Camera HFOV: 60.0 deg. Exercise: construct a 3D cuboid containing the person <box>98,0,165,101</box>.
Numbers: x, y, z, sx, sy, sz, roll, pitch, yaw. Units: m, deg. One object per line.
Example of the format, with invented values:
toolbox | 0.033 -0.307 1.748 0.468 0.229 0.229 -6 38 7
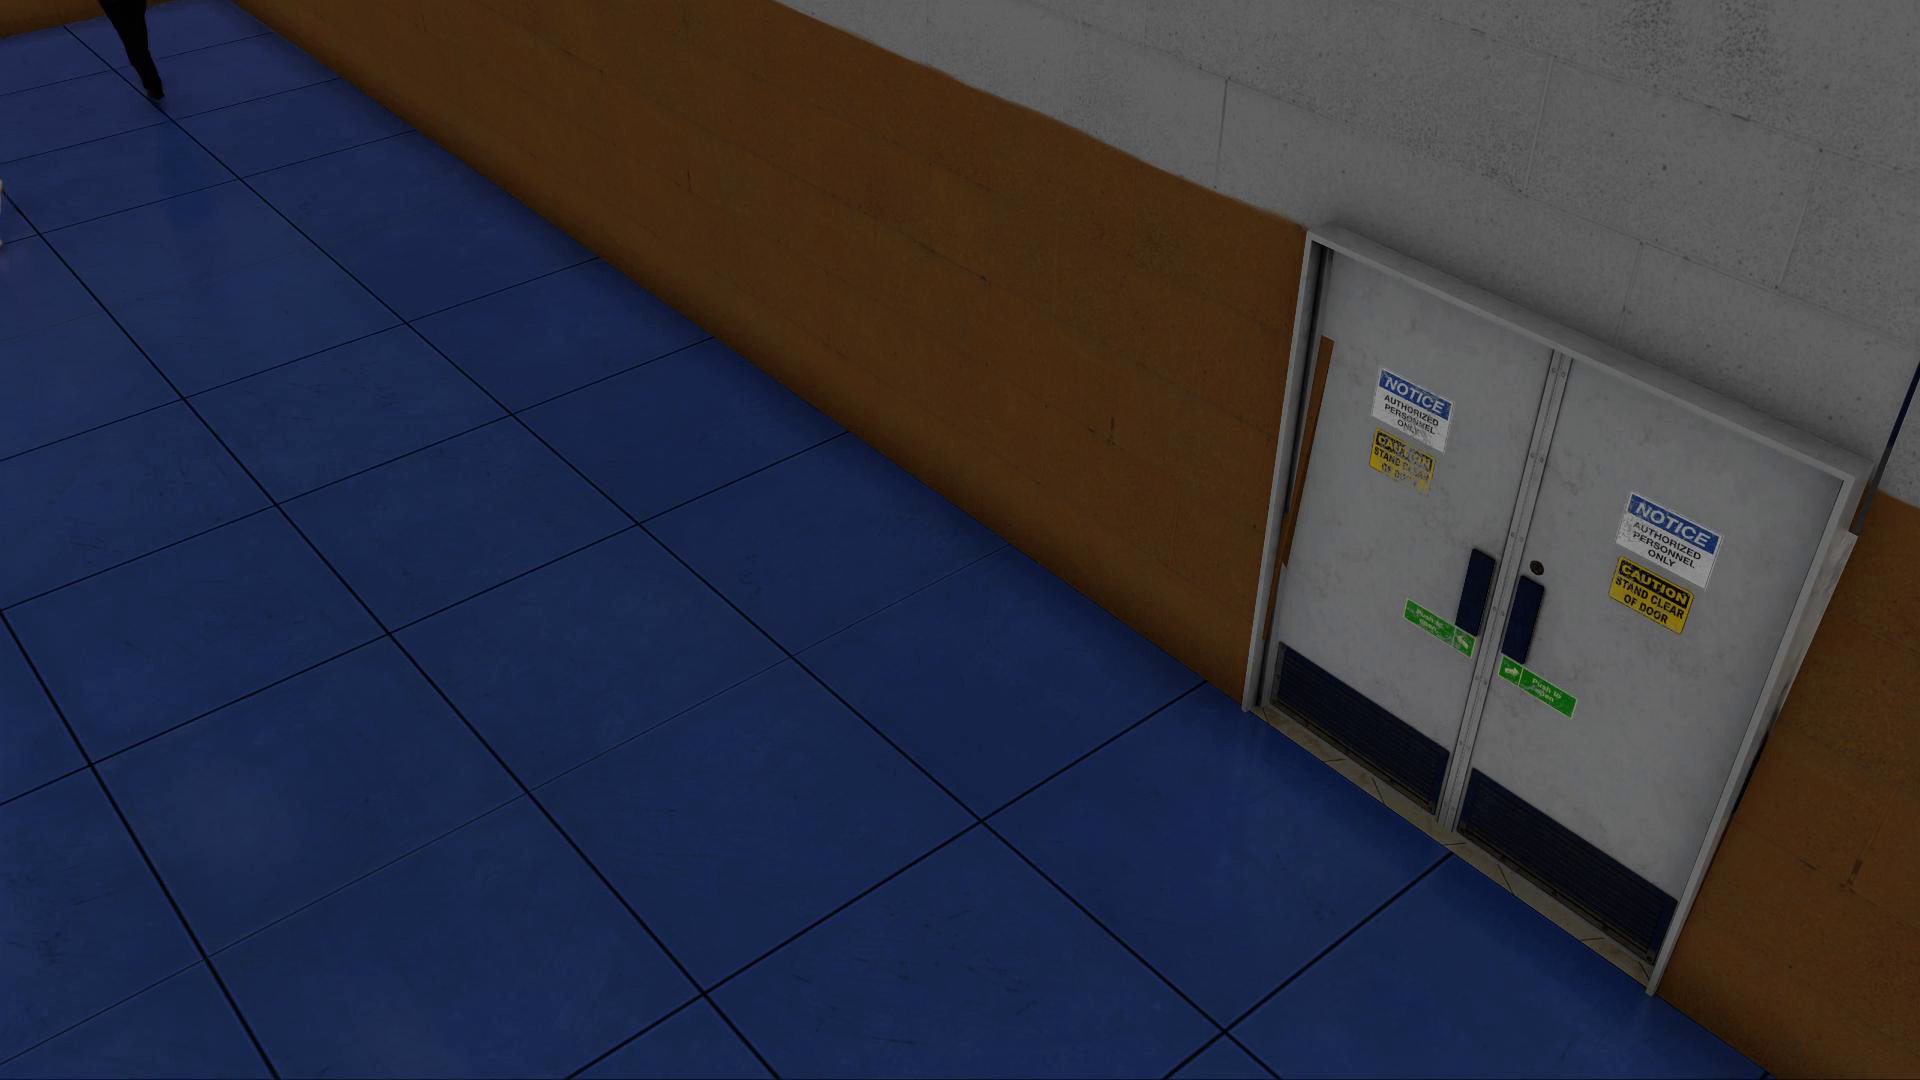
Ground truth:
person | -6.222 -4.096 12.310 1.106 1.705 0.733 -27 45 -31
